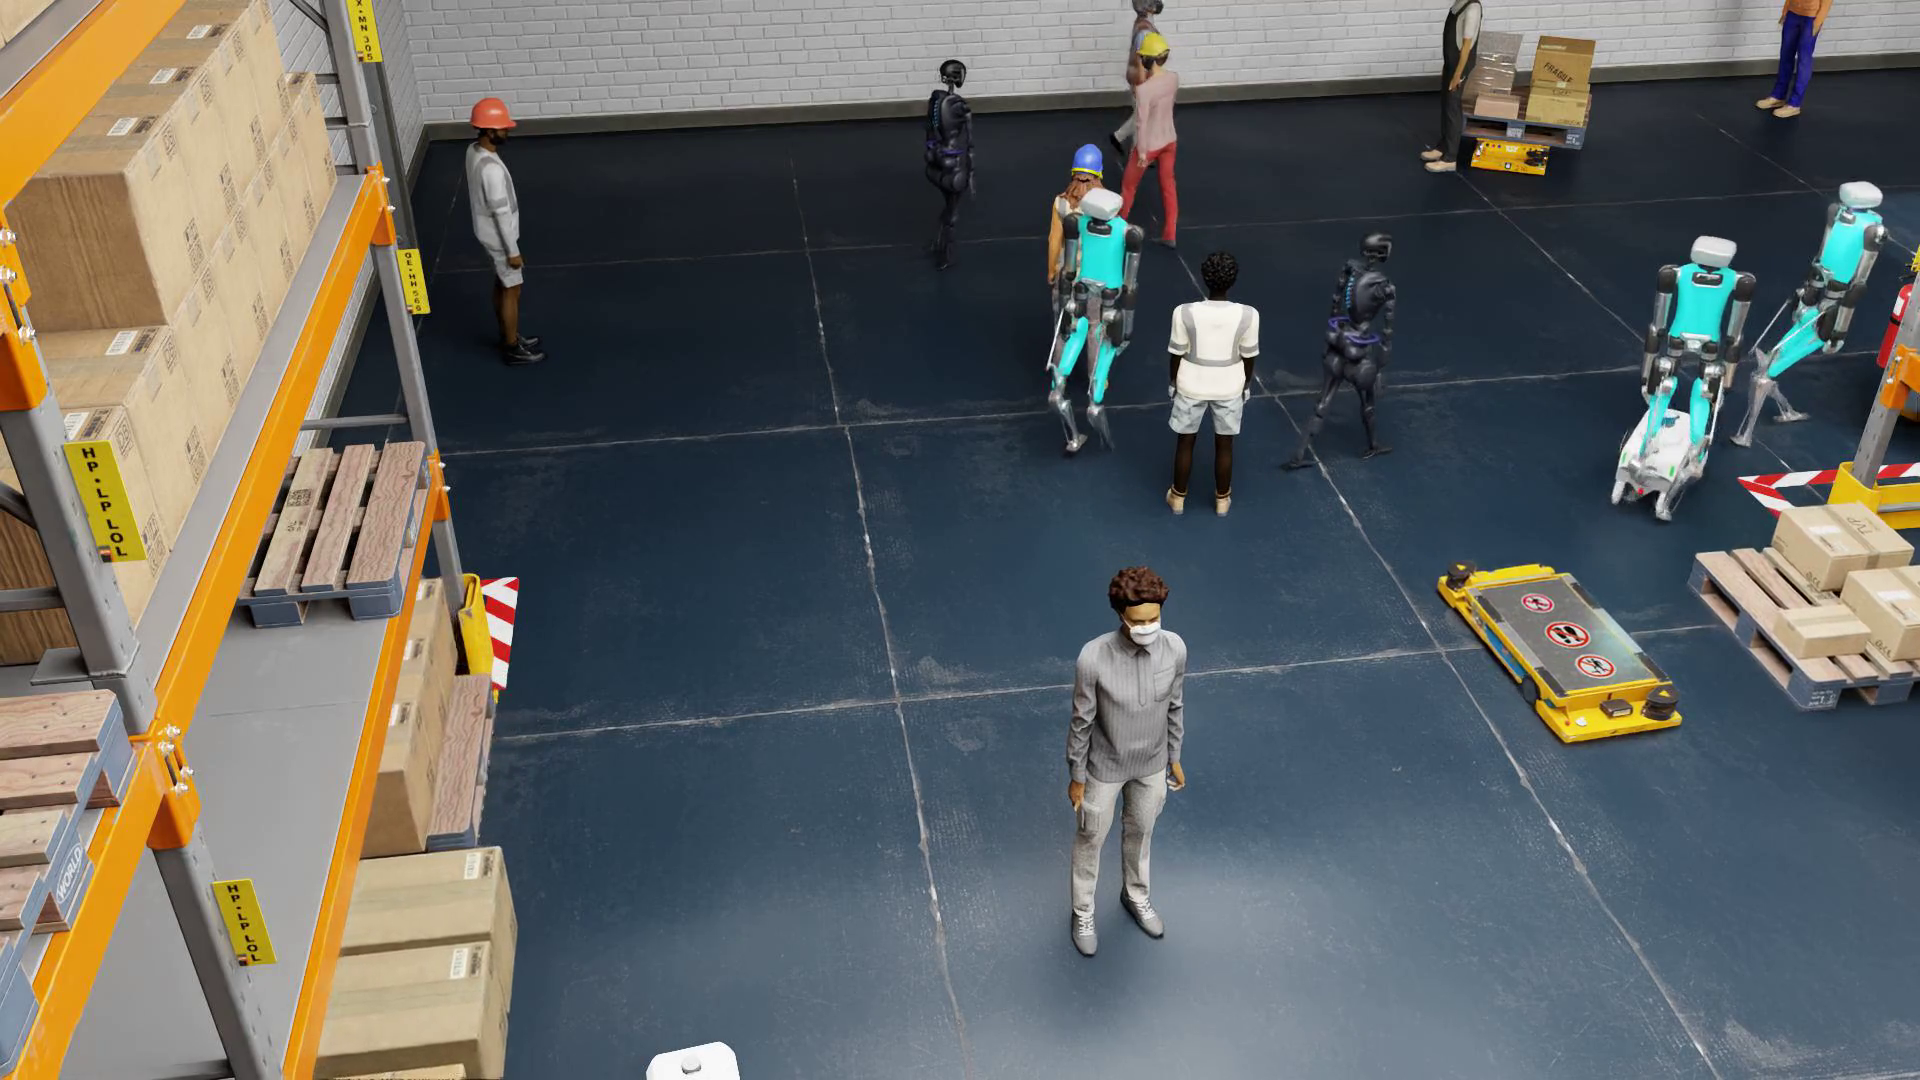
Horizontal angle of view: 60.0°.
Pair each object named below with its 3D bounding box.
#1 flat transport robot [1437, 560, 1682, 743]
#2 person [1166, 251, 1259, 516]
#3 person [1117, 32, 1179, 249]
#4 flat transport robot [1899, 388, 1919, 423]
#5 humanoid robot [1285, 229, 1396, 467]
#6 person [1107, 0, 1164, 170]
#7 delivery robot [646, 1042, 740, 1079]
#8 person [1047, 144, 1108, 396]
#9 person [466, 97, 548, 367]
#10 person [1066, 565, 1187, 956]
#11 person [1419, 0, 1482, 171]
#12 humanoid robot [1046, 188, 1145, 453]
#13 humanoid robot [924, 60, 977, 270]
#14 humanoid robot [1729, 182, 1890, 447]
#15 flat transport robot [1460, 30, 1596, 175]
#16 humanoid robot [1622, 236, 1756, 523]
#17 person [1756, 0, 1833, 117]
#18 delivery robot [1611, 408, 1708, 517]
[{"bbox_3d":[3.219,0.552,9.006,0.659,0.231,1.431,-7,34,-11],"label":"flat transport robot"},{"bbox_3d":[1.494,-0.913,9.953,0.534,1.693,0.321,2,33,3],"label":"person"},{"bbox_3d":[1.501,-3.245,13.485,0.533,1.736,0.791,-26,41,-34],"label":"person"},{"bbox_3d":[7.046,-0.757,11.012,0.659,0.231,1.431,-25,41,-33],"label":"flat transport robot"},{"bbox_3d":[2.468,-1.200,10.456,0.794,1.631,0.601,-15,36,-22],"label":"humanoid robot"},{"bbox_3d":[1.619,-4.153,14.917,0.422,1.678,0.460,3,33,5],"label":"person"},{"bbox_3d":[-0.938,2.258,6.128,0.499,0.592,0.774,-9,34,-13],"label":"delivery robot"},{"bbox_3d":[0.825,-1.803,11.234,0.478,1.777,0.306,5,33,7],"label":"person"},{"bbox_3d":[-3.185,-2.140,11.619,0.390,1.927,0.548,-16,36,-23],"label":"person"},{"bbox_3d":[0.683,0.914,6.963,0.528,1.898,0.395,-10,35,-15],"label":"person"},{"bbox_3d":[4.437,-4.243,14.920,0.331,1.838,0.506,2,33,3],"label":"person"},{"bbox_3d":[0.782,-1.253,10.472,0.544,1.847,0.703,16,36,23],"label":"humanoid robot"},{"bbox_3d":[-0.085,-2.949,13.084,0.368,1.643,0.611,-24,40,-32],"label":"humanoid robot"},{"bbox_3d":[5.333,-1.424,10.731,0.915,1.775,0.540,-3,33,-4],"label":"humanoid robot"},{"bbox_3d":[5.227,-3.789,15.658,0.659,0.231,1.431,12,35,17],"label":"flat transport robot"},{"bbox_3d":[4.260,-0.851,9.811,0.555,1.786,0.677,12,35,18],"label":"humanoid robot"},{"bbox_3d":[8.203,-5.132,16.165,0.406,1.974,0.512,-12,35,-17],"label":"person"},{"bbox_3d":[4.379,-0.535,10.426,0.499,0.611,0.814,20,38,27],"label":"delivery robot"}]
